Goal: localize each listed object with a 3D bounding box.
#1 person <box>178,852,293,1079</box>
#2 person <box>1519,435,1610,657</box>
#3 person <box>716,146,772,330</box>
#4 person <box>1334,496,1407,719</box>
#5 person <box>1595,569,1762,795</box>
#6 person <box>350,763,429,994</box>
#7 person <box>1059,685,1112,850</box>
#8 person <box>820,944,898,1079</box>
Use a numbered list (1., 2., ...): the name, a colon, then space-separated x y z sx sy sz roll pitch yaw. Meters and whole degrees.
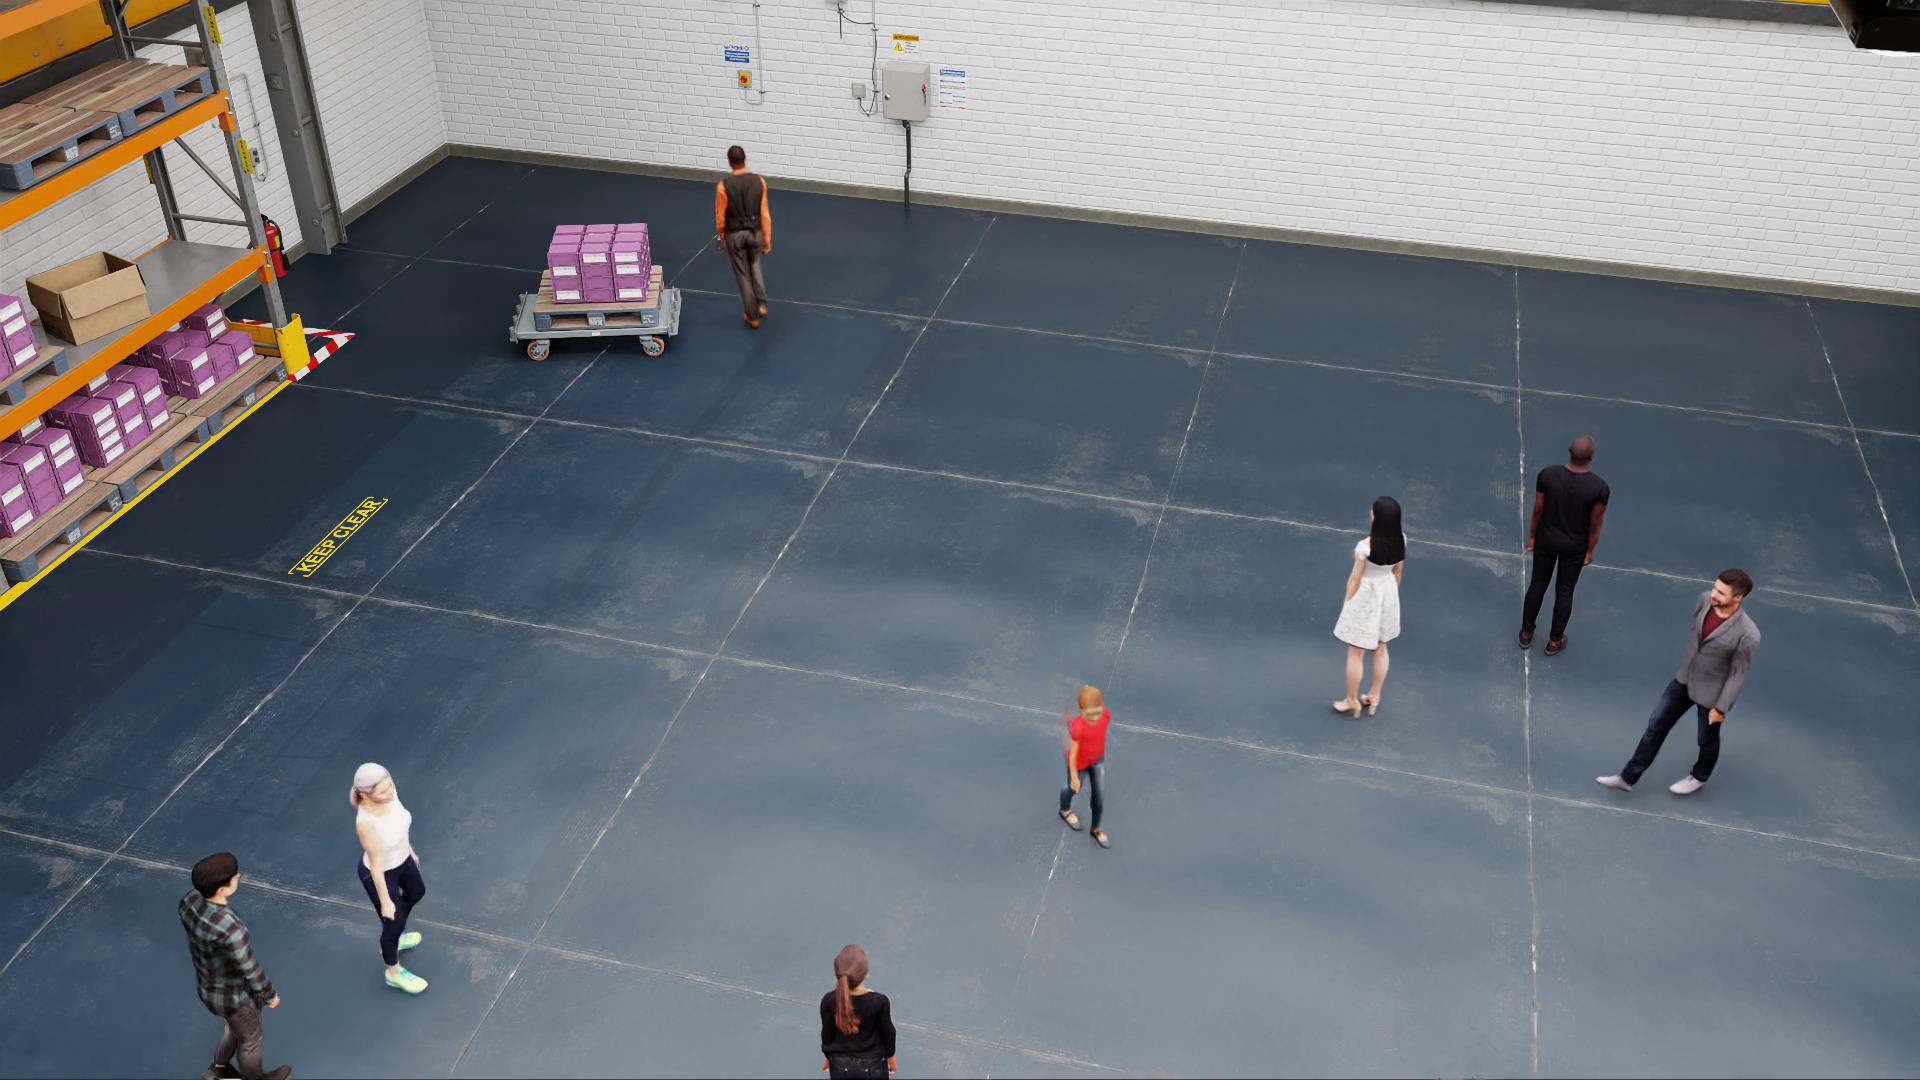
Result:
1. person: -3.943 2.383 8.816 0.858 1.697 0.888 24 40 31
2. person: 4.426 0.037 12.261 0.730 1.819 0.681 19 38 27
3. person: -2.142 -3.001 16.769 0.835 1.888 0.889 -14 36 -20
4. person: 2.880 0.470 11.654 0.773 1.769 0.810 -11 35 -16
5. person: 4.926 0.946 10.875 1.136 1.840 1.124 -12 36 -18
6. person: -3.293 1.921 9.544 0.816 1.689 0.675 -1 34 -2
7. person: 0.782 1.383 10.718 0.718 1.285 0.779 -23 40 -30
8. person: -0.524 2.662 8.550 0.588 1.555 0.597 1 34 2
